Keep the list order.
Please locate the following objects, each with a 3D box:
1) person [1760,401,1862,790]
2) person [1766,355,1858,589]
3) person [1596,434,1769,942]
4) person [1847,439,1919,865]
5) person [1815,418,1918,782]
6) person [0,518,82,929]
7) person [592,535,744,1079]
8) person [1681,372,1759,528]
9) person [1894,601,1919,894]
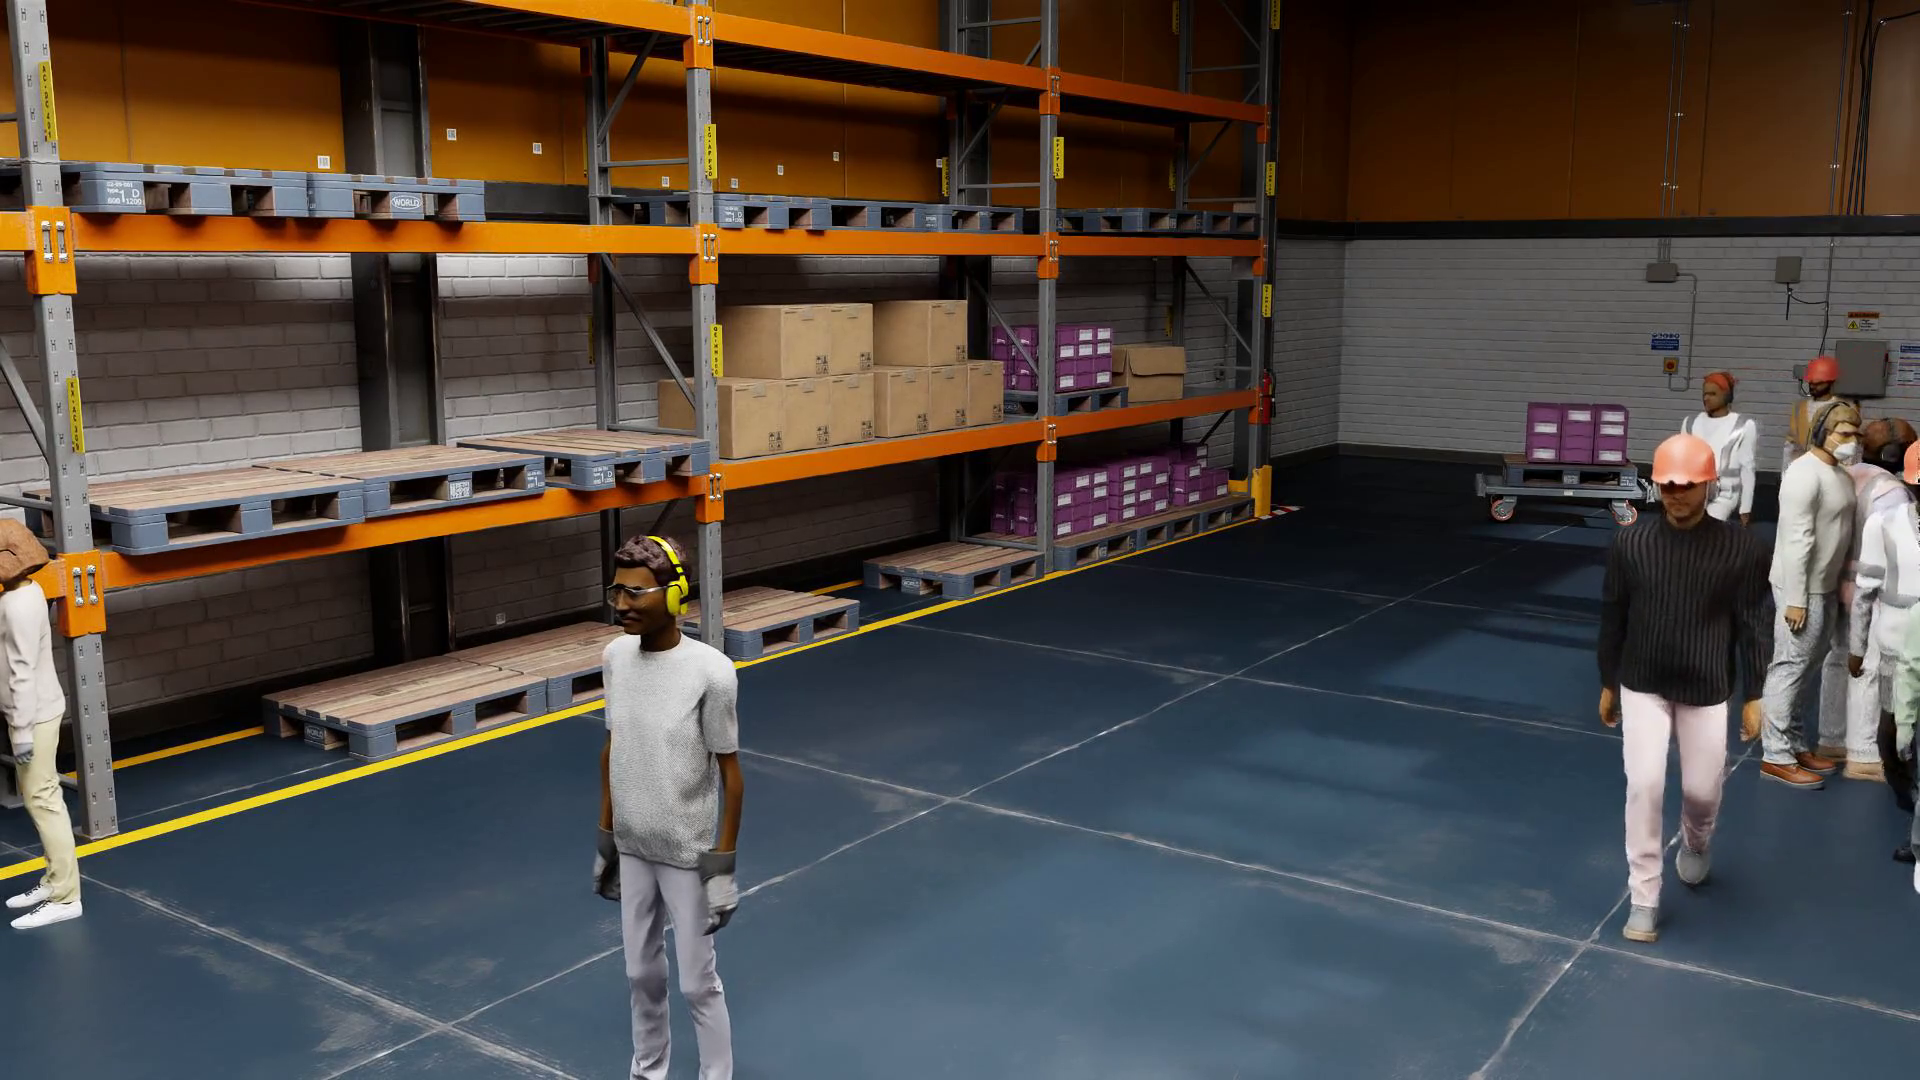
[{"bbox_3d":[4.290,0.264,8.384,0.376,1.934,0.629,9,13,41],"label":"person"},{"bbox_3d":[6.948,-0.553,13.412,0.993,1.893,0.559,-5,11,-26],"label":"person"},{"bbox_3d":[2.844,0.549,6.585,0.624,1.970,0.771,5,11,28],"label":"person"},{"bbox_3d":[4.366,0.438,7.526,0.597,1.888,0.939,6,11,31],"label":"person"},{"bbox_3d":[4.653,0.294,8.485,0.429,1.840,0.633,0,10,2],"label":"person"},{"bbox_3d":[-3.708,0.718,6.607,0.281,1.625,0.494,-5,11,-27],"label":"person"},{"bbox_3d":[-0.856,0.904,4.763,0.531,1.871,0.322,6,11,31],"label":"person"},{"bbox_3d":[5.461,-0.301,12.030,0.955,1.848,0.589,-5,11,-29],"label":"person"},{"bbox_3d":[3.972,0.743,6.579,0.500,1.586,0.874,5,11,25],"label":"person"}]
